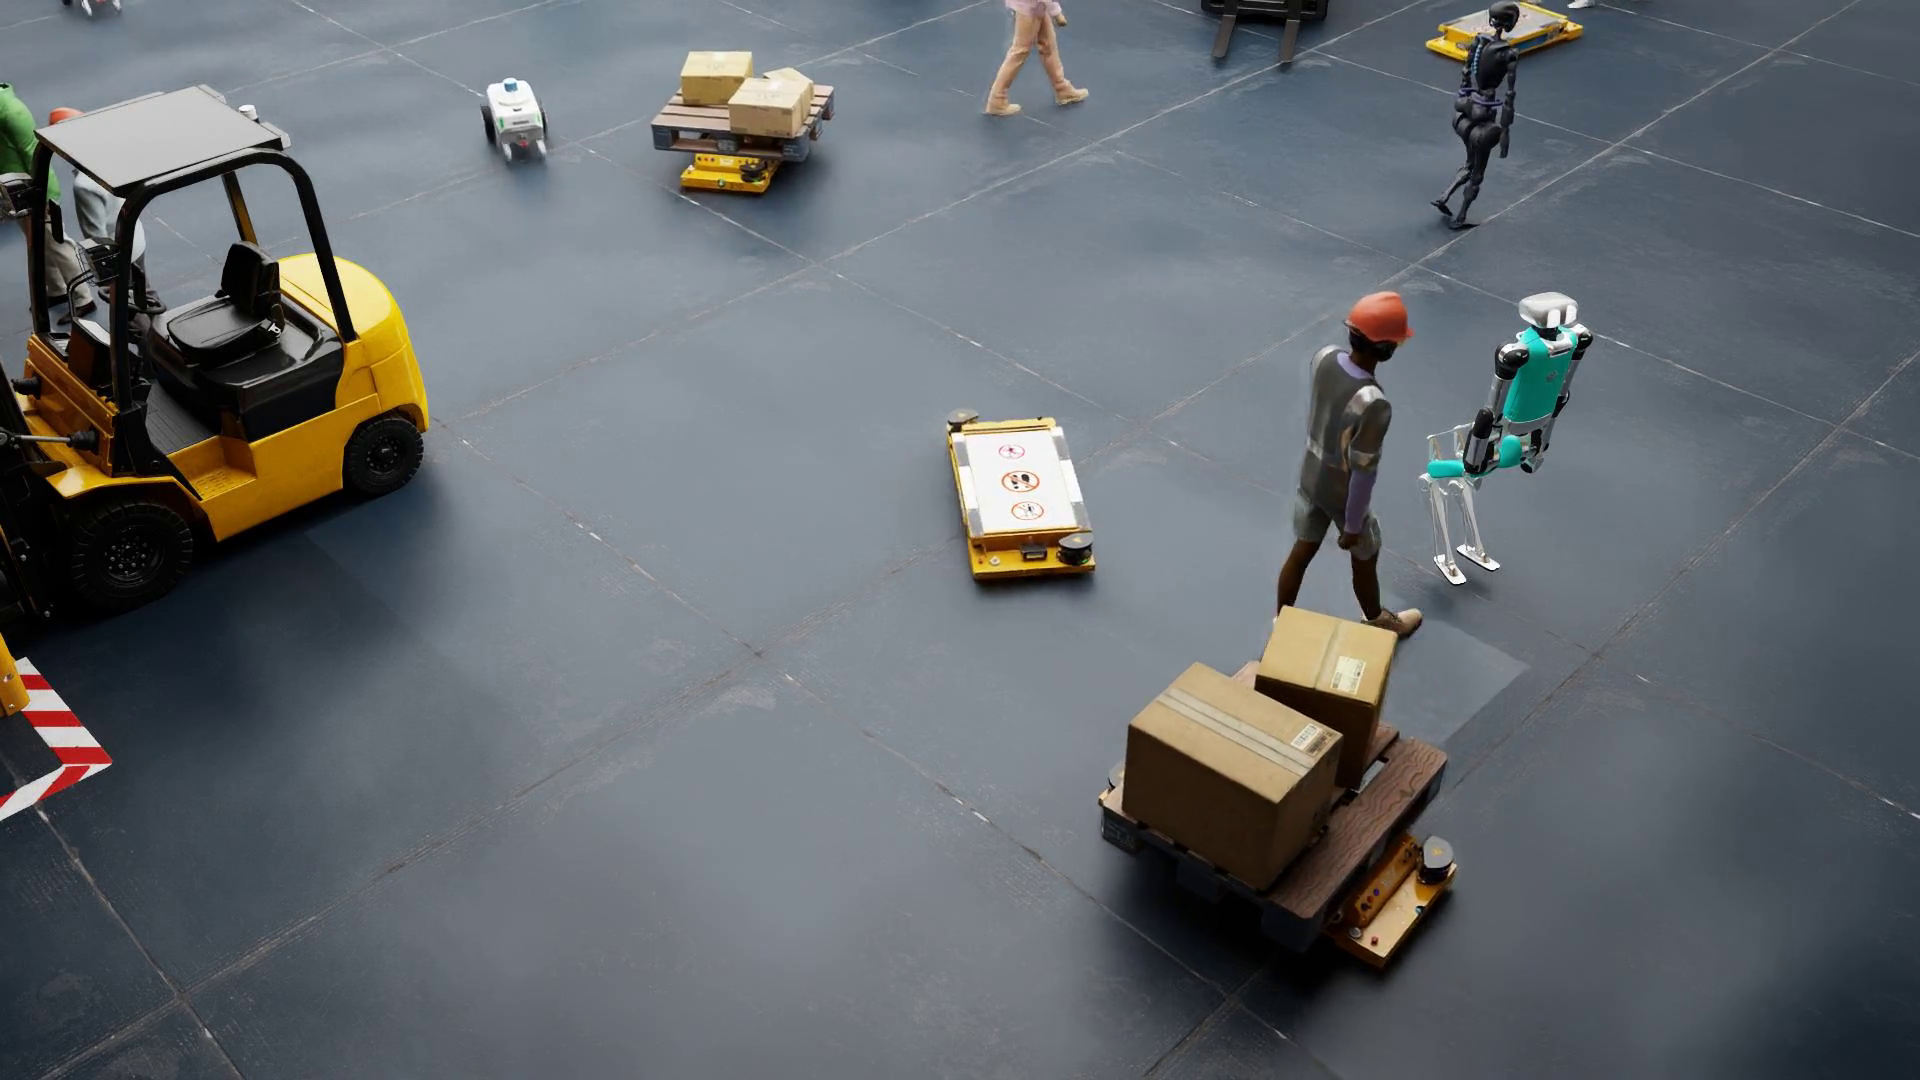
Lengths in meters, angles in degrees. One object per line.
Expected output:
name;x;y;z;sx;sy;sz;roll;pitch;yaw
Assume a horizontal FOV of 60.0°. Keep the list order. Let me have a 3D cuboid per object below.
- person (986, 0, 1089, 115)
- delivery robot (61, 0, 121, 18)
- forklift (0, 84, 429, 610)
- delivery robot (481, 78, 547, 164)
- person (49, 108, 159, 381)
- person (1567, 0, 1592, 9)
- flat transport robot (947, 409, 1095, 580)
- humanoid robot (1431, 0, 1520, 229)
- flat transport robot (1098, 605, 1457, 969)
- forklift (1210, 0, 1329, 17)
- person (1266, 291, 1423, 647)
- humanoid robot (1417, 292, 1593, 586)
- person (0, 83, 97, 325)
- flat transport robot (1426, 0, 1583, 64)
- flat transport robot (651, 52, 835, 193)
person;0.629;-4.340;13.581;0.898;1.736;0.512;-1;37;-2
delivery robot;-8.381;-5.383;15.961;0.499;0.591;0.781;-25;43;-29
forklift;-4.145;-1.093;8.856;2.313;2.155;1.214;-31;47;-34
delivery robot;-3.557;-3.397;13.305;0.499;0.595;0.770;-12;39;-16
person;-5.188;-1.803;10.183;0.351;1.739;0.572;-3;37;-5
person;6.211;-5.835;15.687;0.663;1.600;0.529;-3;37;-3
flat transport robot;0.320;-0.288;9.382;0.659;0.231;1.431;-4;37;-5
humanoid robot;3.699;-3.012;11.848;0.364;1.643;0.604;-13;39;-17
flat transport robot;1.373;1.272;7.294;1.431;0.231;0.659;27;44;31
forklift;3.106;-6.400;15.960;1.214;2.155;2.313;8;37;10
person;1.936;-0.298;7.942;0.901;2.011;0.623;-13;39;-17
humanoid robot;2.660;-0.575;8.429;0.533;1.677;0.735;-17;40;-21
person;-6.043;-2.259;10.759;0.537;1.782;0.388;25;43;29
flat transport robot;4.993;-4.635;15.201;1.431;0.231;0.659;-25;43;-29
flat transport robot;-1.691;-3.159;13.225;0.659;0.231;1.431;7;37;9
